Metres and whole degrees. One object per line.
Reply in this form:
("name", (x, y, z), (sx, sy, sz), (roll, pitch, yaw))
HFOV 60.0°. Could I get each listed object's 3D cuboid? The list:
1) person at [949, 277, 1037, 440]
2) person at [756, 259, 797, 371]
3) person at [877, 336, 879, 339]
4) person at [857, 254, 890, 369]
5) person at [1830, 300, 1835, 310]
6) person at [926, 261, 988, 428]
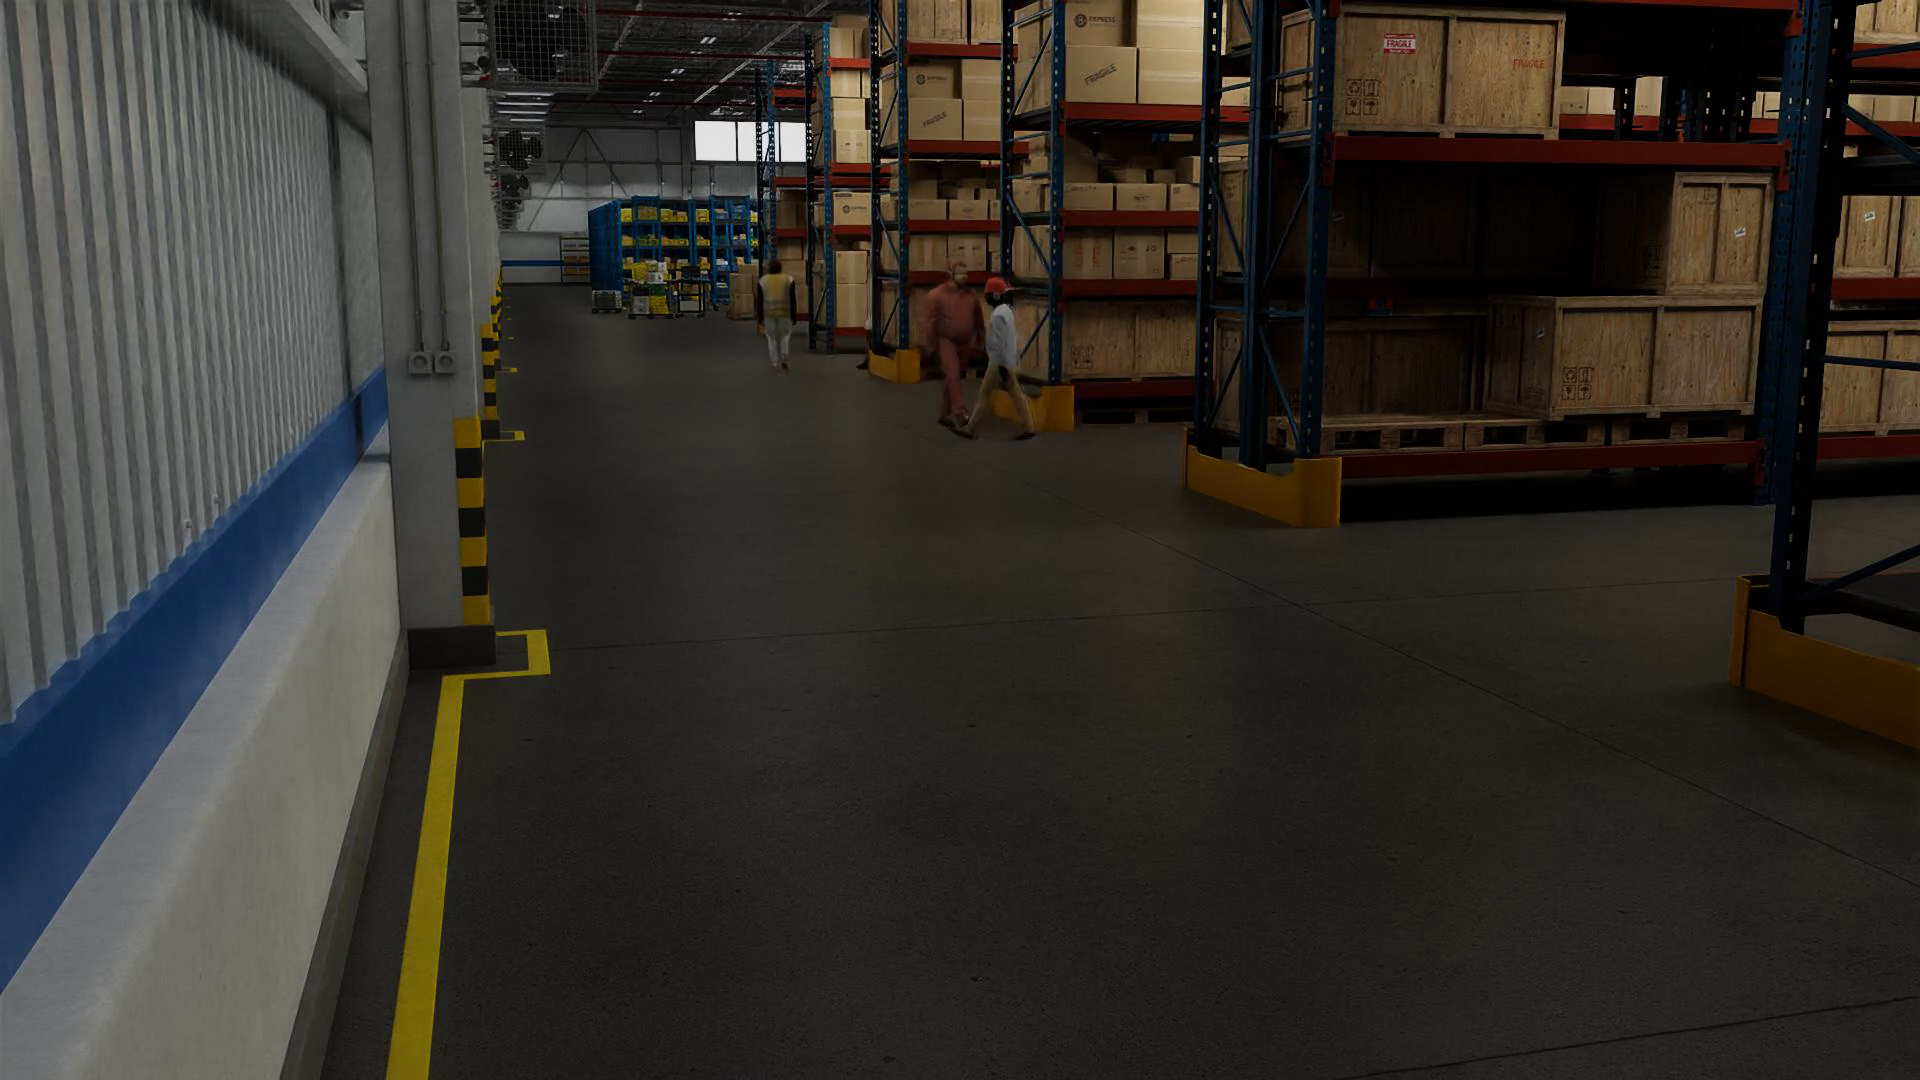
("person", (0.386, -1.874, 17.337), (0.933, 1.697, 0.578), (3, 10, 16))
("person", (-3.009, -3.686, 27.246), (0.661, 1.814, 0.784), (-1, 10, -7))
("person", (-1.376, -5.353, 36.489), (0.998, 1.886, 0.629), (-1, 10, -4))
("person", (-1.287, -3.773, 27.517), (0.858, 1.906, 0.544), (-6, 12, -32))
("person", (9.793, -2.203, 19.013), (0.550, 1.750, 0.541), (-2, 10, -9))
("person", (-0.005, -2.141, 18.398), (0.663, 1.852, 1.038), (-6, 11, -29))
